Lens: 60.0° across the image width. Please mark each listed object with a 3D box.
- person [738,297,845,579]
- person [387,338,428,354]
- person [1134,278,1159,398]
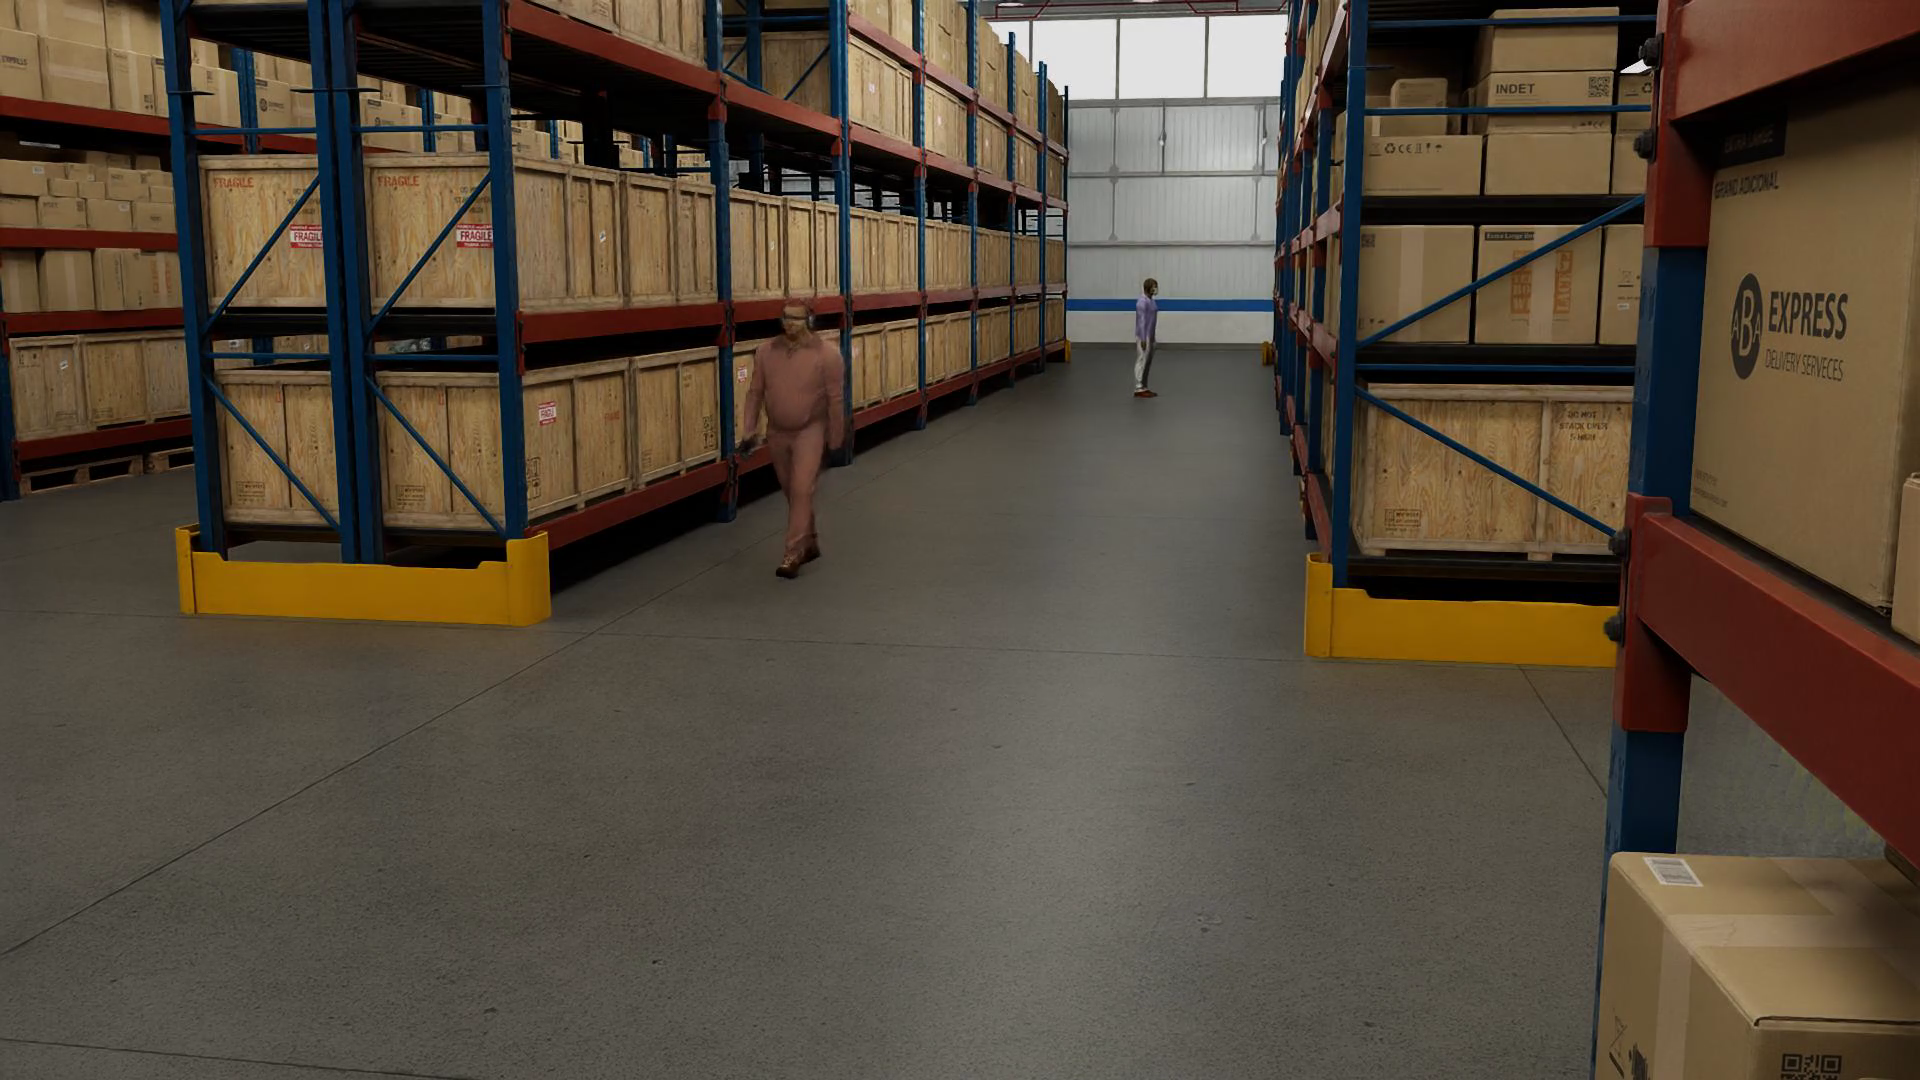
[{"bbox_3d":[-1.117,-0.702,11.213,0.652,1.857,0.990,3,10,19],"label":"person"},{"bbox_3d":[-6.829,-2.148,20.627,0.497,1.722,0.610,-1,9,-7],"label":"person"},{"bbox_3d":[3.015,-3.253,26.836,0.377,1.930,0.635,4,10,23],"label":"person"}]
